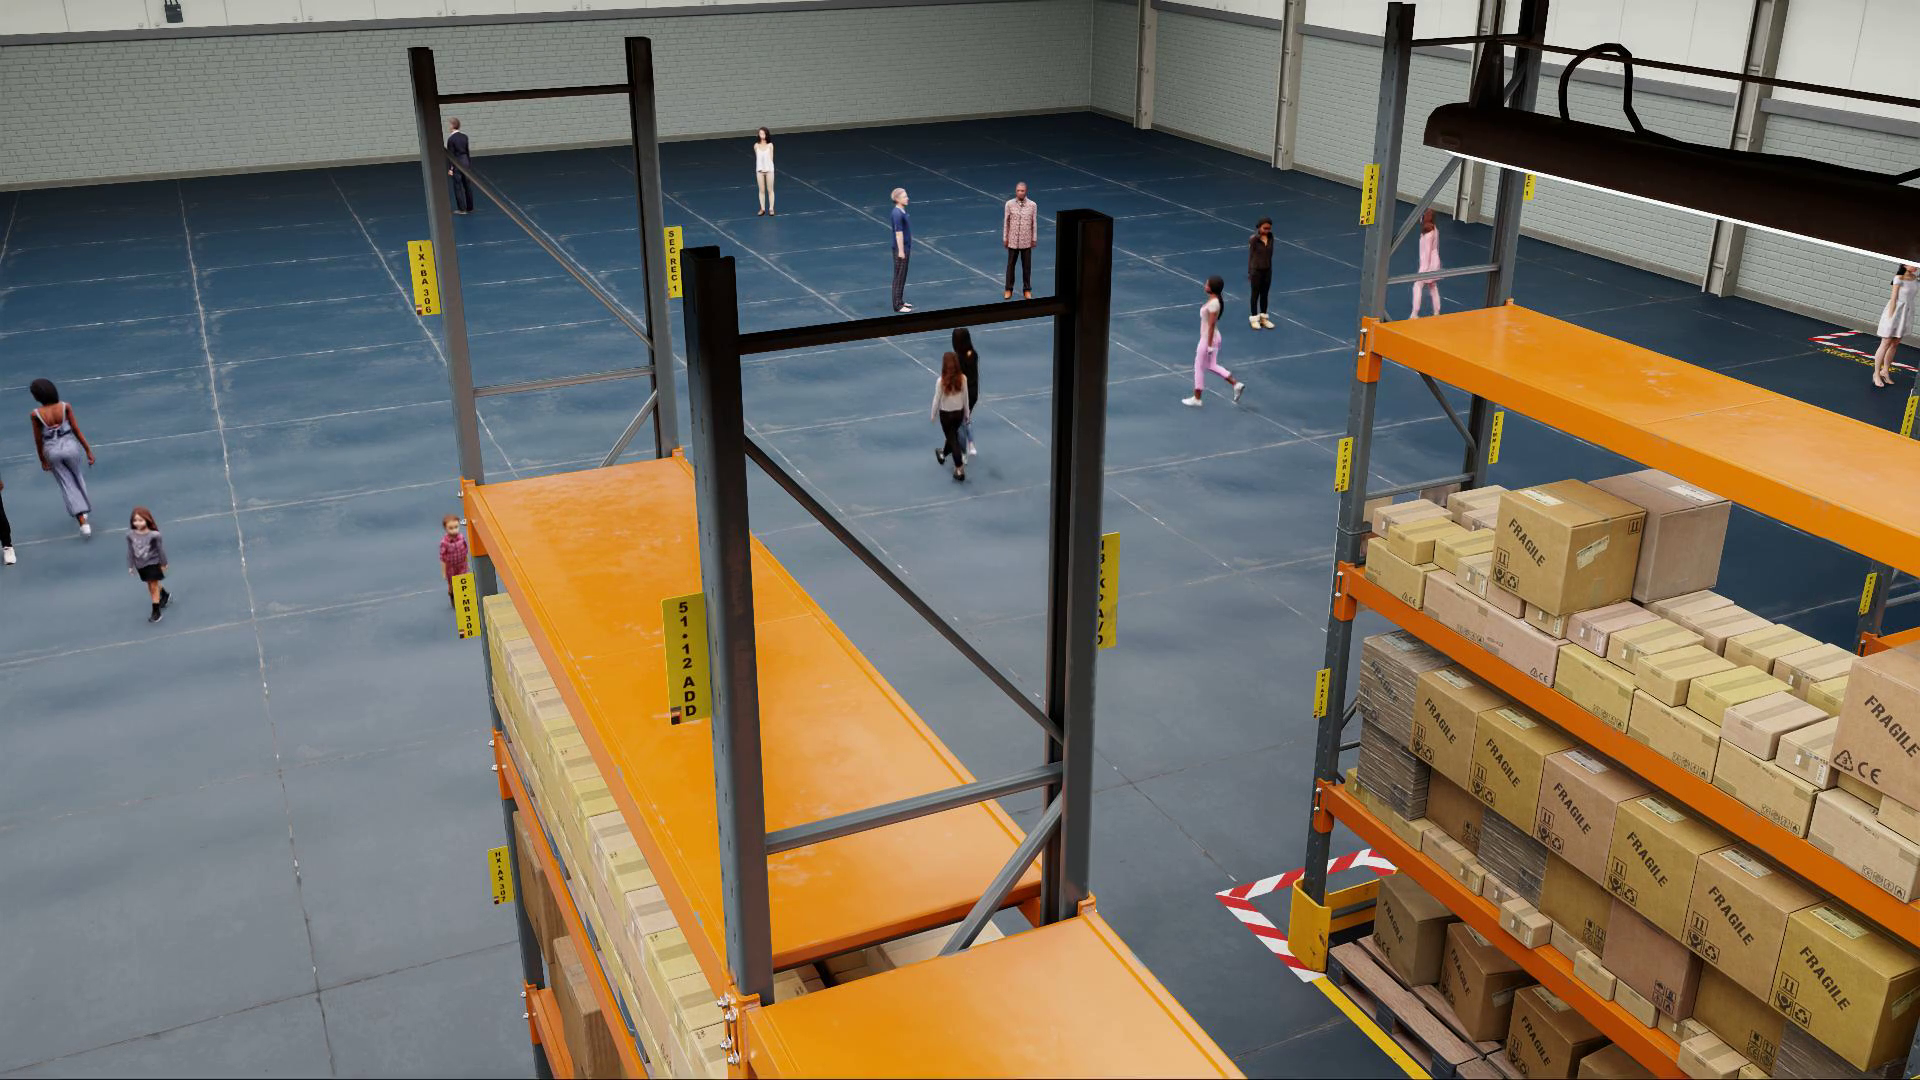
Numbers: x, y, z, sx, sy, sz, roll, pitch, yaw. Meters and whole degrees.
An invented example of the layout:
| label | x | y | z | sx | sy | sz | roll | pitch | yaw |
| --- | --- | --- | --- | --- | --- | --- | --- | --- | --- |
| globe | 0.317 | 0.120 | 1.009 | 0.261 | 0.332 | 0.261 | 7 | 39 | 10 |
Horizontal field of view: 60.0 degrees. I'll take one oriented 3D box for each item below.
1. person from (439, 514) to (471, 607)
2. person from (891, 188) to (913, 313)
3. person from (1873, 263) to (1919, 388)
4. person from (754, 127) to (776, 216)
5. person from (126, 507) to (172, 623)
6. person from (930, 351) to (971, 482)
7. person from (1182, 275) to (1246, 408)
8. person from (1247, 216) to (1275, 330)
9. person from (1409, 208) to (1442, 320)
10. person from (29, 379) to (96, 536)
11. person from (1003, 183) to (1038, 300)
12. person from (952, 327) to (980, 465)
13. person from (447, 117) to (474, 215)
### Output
| label | x | y | z | sx | sy | sz | roll | pitch | yaw |
| --- | --- | --- | --- | --- | --- | --- | --- | --- | --- |
| person | -4.739 | 0.222 | 15.592 | 0.473 | 1.011 | 0.741 | -13 | 26 | -28 |
| person | -0.909 | -4.459 | 25.502 | 0.798 | 1.871 | 0.670 | 2 | 23 | 5 |
| person | 12.395 | -2.915 | 21.994 | 0.643 | 1.775 | 0.625 | -11 | 26 | -25 |
| person | -3.747 | -7.102 | 31.992 | 0.650 | 1.655 | 0.708 | -2 | 23 | -5 |
| person | -7.589 | 0.185 | 15.589 | 0.682 | 1.083 | 0.848 | 0 | 23 | 1 |
| person | -0.064 | -1.364 | 18.772 | 0.562 | 1.442 | 0.975 | -11 | 25 | -24 |
| person | 3.256 | -2.496 | 21.077 | 1.056 | 1.722 | 0.983 | 8 | 24 | 18 |
| person | 4.452 | -3.980 | 24.647 | 0.561 | 1.659 | 0.620 | -10 | 25 | -21 |
| person | 6.968 | -3.995 | 24.542 | 0.929 | 1.768 | 0.859 | 12 | 26 | 26 |
| person | -9.281 | -0.821 | 17.232 | 0.858 | 1.648 | 1.138 | -18 | 29 | -36 |
| person | 0.944 | -4.724 | 26.204 | 0.766 | 1.808 | 0.751 | 0 | 23 | 1 |
| person | 0.081 | -1.656 | 19.203 | 0.624 | 1.642 | 0.622 | -15 | 27 | -30 |
| person | -9.645 | -7.228 | 32.084 | 0.806 | 1.816 | 0.789 | 13 | 26 | 27 |
